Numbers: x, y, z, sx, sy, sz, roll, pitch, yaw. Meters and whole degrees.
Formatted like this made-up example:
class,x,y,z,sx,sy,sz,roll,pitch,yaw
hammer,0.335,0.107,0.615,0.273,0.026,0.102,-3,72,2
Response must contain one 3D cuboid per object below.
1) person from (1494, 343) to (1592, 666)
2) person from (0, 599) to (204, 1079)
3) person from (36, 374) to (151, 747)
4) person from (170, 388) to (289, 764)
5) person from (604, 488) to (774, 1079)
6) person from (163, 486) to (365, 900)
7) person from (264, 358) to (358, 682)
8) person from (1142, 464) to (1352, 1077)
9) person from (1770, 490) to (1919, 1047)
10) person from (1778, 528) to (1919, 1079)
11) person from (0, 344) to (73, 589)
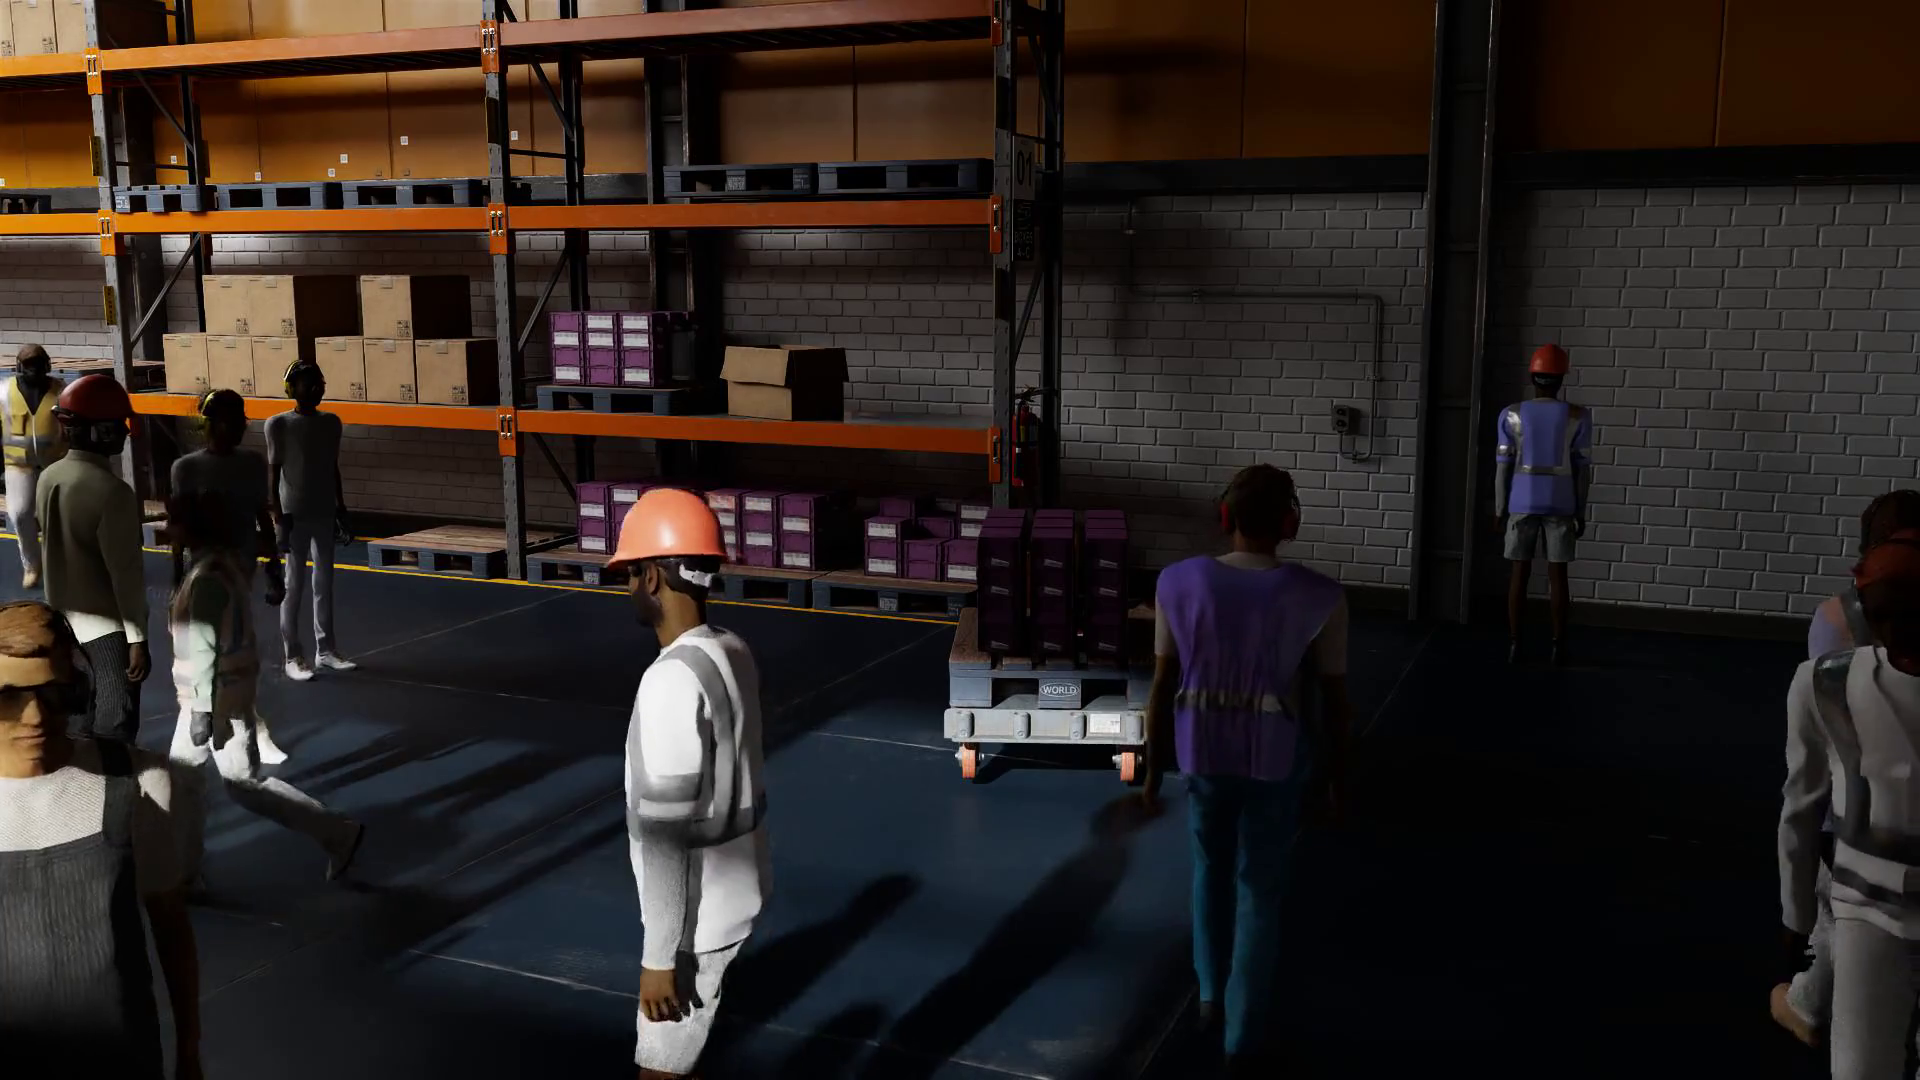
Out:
class,x,y,z,sx,sy,sz,roll,pitch,yaw
person,3.501,-0.208,10.021,0.543,1.939,0.370,4,10,22
person,-1.670,1.006,3.078,0.512,1.832,0.393,-6,11,-31
person,-3.413,0.335,6.650,0.608,1.987,0.404,6,11,34
person,-3.663,0.150,8.243,0.930,1.831,0.519,6,11,31
person,-0.533,0.840,3.834,0.631,1.911,0.582,1,10,5
person,-2.729,0.584,6.284,0.776,1.609,0.510,-5,11,-27
person,-3.788,-0.125,9.731,0.332,1.874,0.520,6,11,33
person,0.887,0.675,5.069,0.609,1.820,0.617,4,10,20
person,2.709,0.757,4.762,0.635,1.788,0.997,1,9,3
person,2.140,0.886,3.757,0.558,1.832,0.920,4,10,24
person,-6.794,-0.533,12.298,0.666,1.824,0.499,-4,10,-25
